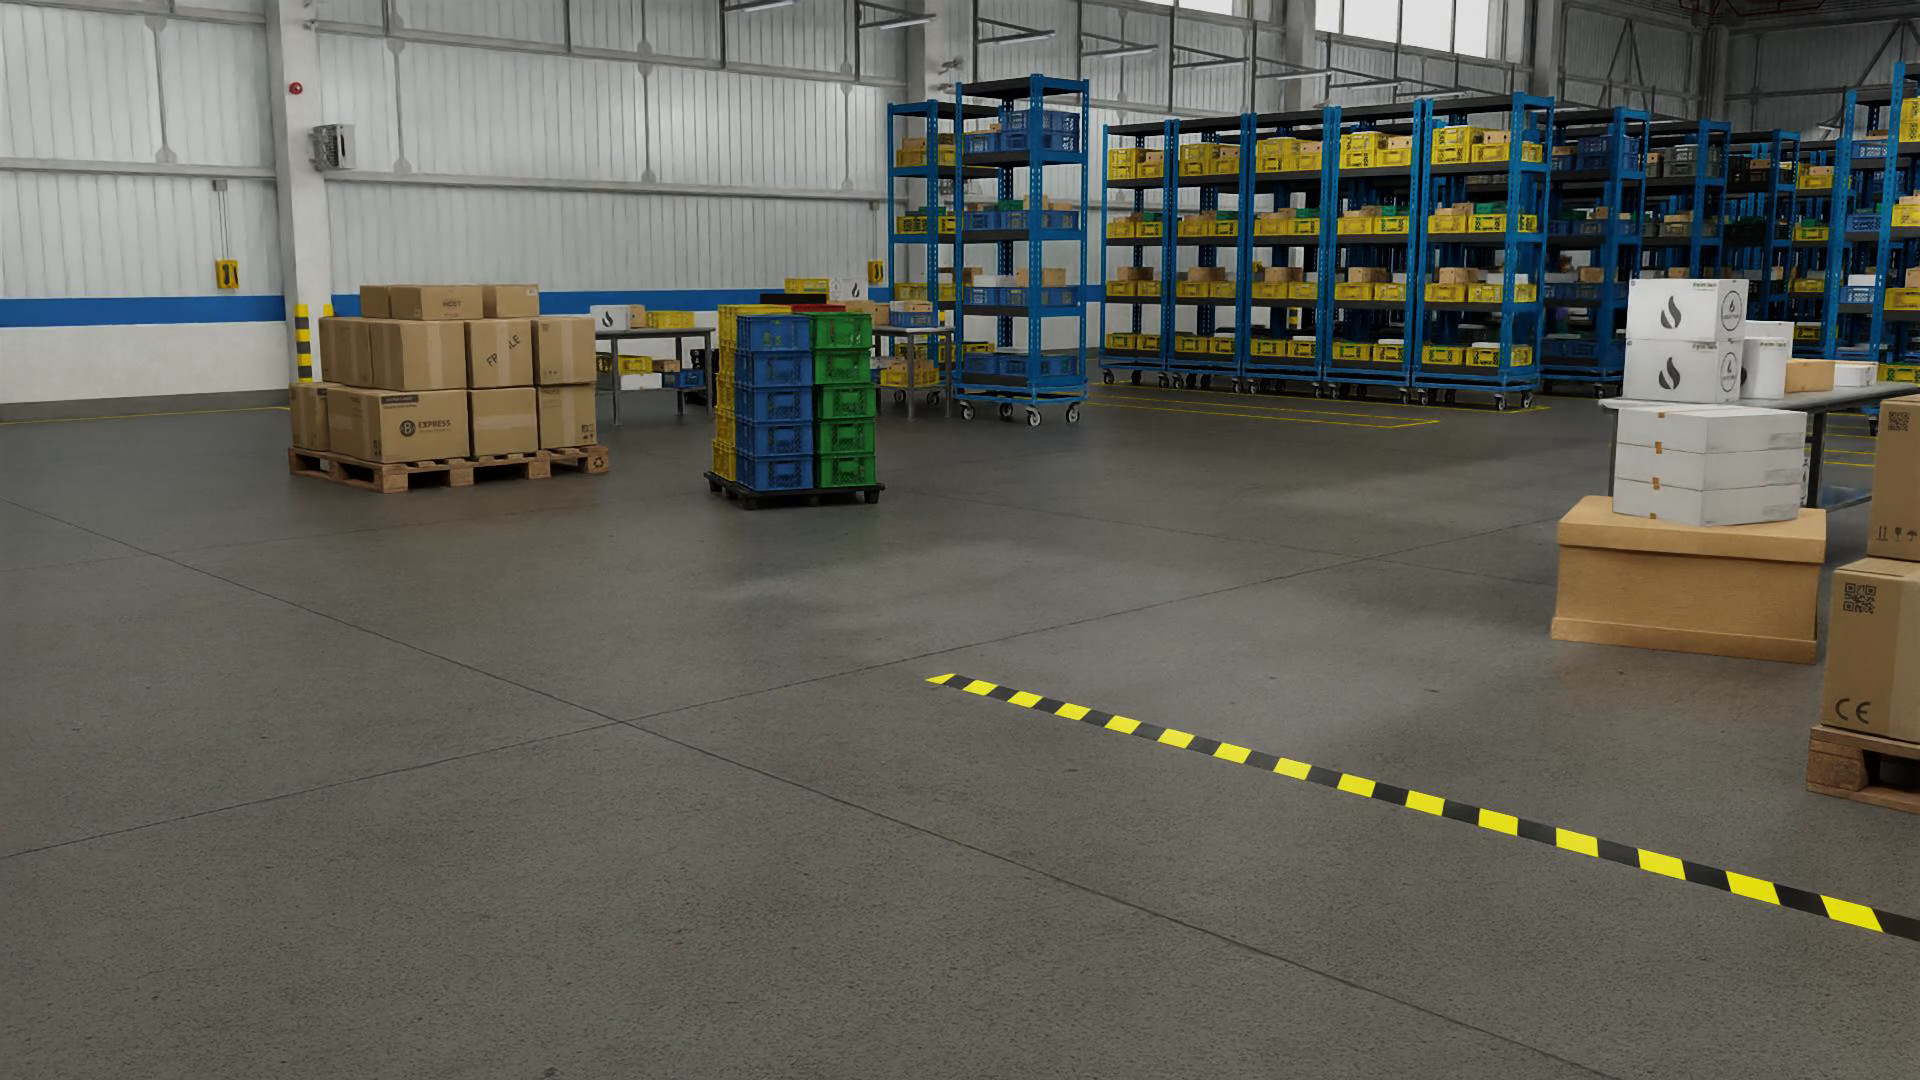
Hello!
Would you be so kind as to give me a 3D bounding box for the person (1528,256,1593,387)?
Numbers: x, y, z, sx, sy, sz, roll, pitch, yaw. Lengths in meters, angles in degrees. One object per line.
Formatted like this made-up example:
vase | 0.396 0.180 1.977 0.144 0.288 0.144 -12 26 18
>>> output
person | 8.291 -3.012 22.966 0.985 1.793 0.592 8 12 40
